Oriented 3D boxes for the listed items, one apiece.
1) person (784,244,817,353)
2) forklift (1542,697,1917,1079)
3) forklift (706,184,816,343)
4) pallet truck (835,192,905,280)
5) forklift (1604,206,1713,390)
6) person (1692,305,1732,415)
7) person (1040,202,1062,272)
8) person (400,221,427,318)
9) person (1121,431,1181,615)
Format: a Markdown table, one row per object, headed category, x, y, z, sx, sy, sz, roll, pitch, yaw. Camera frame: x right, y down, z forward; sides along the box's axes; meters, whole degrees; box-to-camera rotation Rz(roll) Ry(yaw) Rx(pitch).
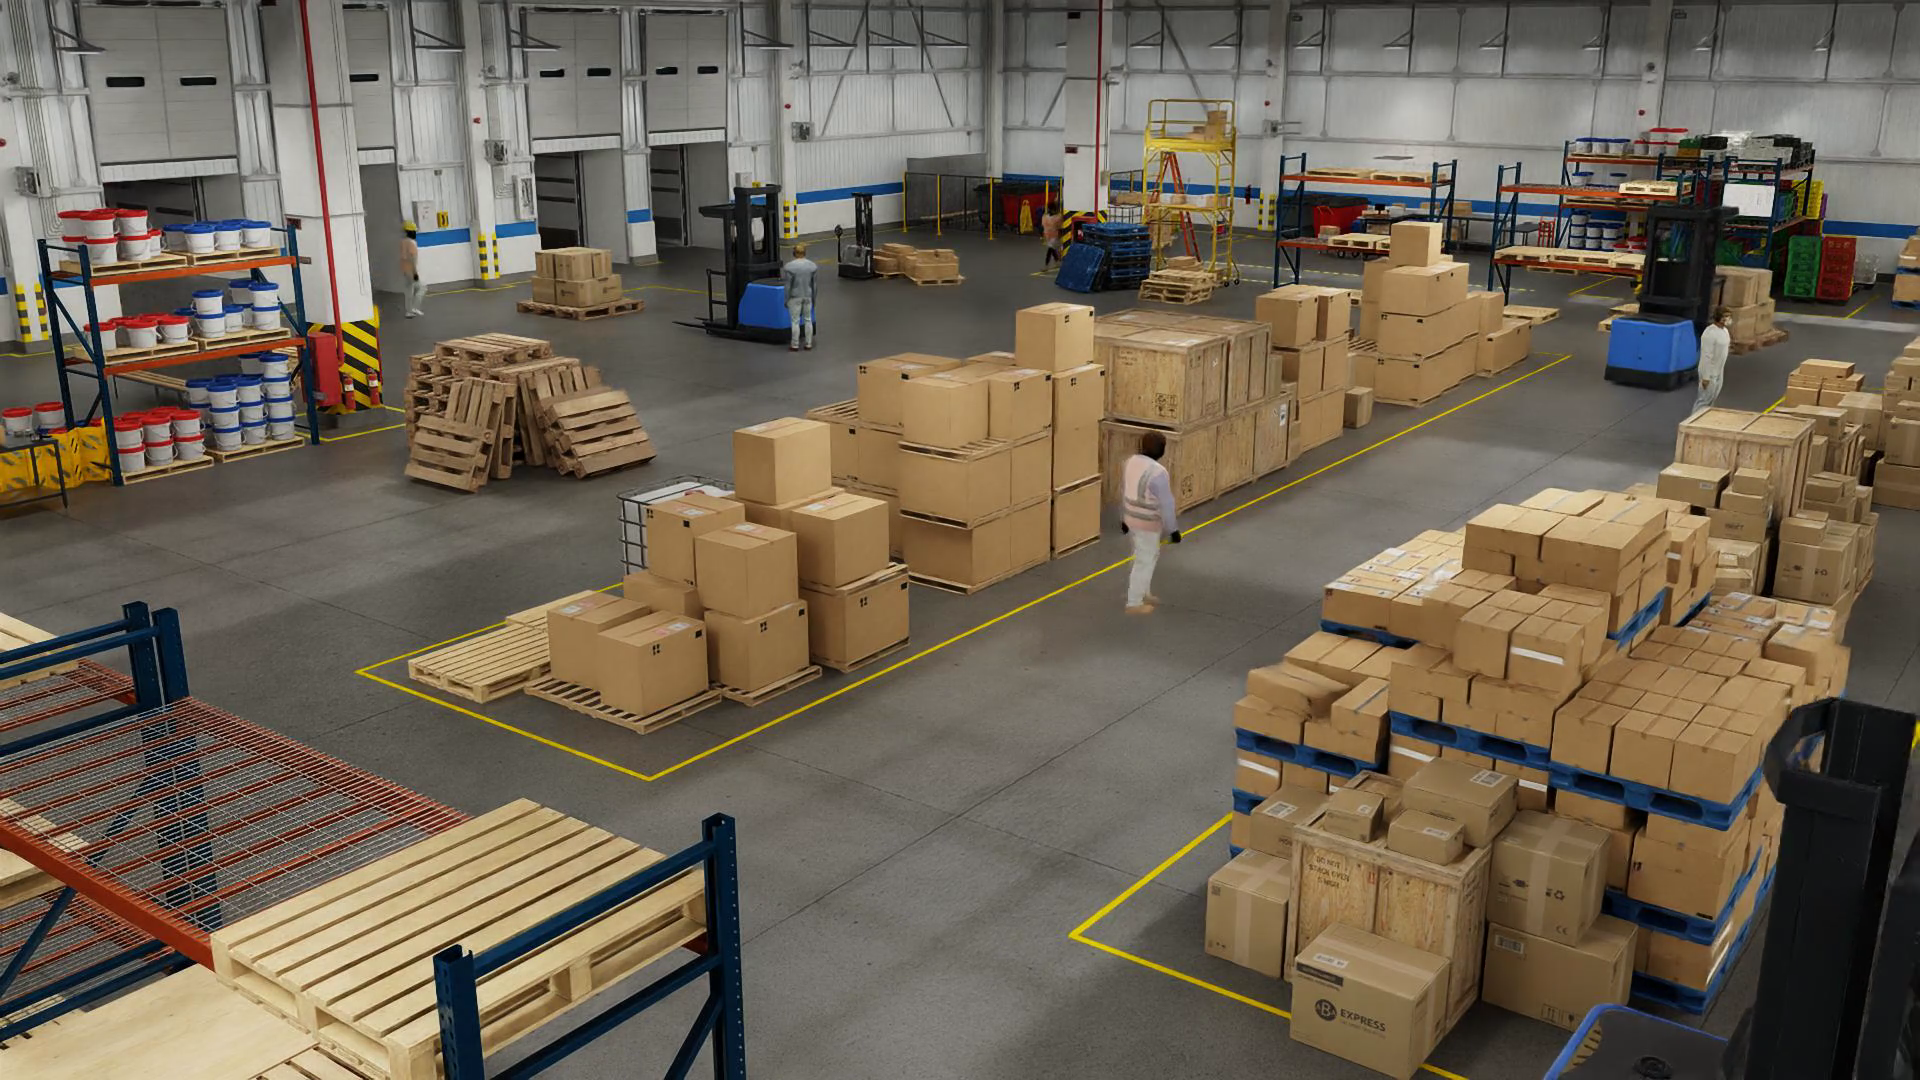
| category | x | y | z | sx | sy | sz | roll | pitch | yaw |
| --- | --- | --- | --- | --- | --- | --- | --- | --- | --- |
| person | -2.841 | -4.310 | 29.676 | 0.636 | 1.929 | 0.385 | -9 | 19 | -28 |
| forklift | 3.445 | 2.095 | 6.838 | 1.873 | 2.768 | 1.129 | 12 | 21 | 35 |
| forklift | -3.717 | -5.181 | 30.929 | 1.873 | 2.768 | 1.129 | 12 | 21 | 35 |
| pallet truck | -1.936 | -7.159 | 38.982 | 1.885 | 1.965 | 0.823 | -12 | 21 | -34 |
| forklift | 11.475 | -3.968 | 26.914 | 1.873 | 2.768 | 1.129 | -15 | 23 | -41 |
| person | 10.363 | -2.273 | 22.904 | 0.371 | 1.941 | 0.627 | 15 | 22 | 41 |
| person | 2.241 | -7.337 | 40.158 | 0.530 | 1.657 | 0.862 | 13 | 21 | 37 |
| person | -10.970 | -5.414 | 33.348 | 0.506 | 1.907 | 0.626 | -15 | 23 | -41 |
| person | 1.858 | -0.162 | 16.130 | 0.603 | 1.819 | 0.639 | -6 | 18 | -20 |
